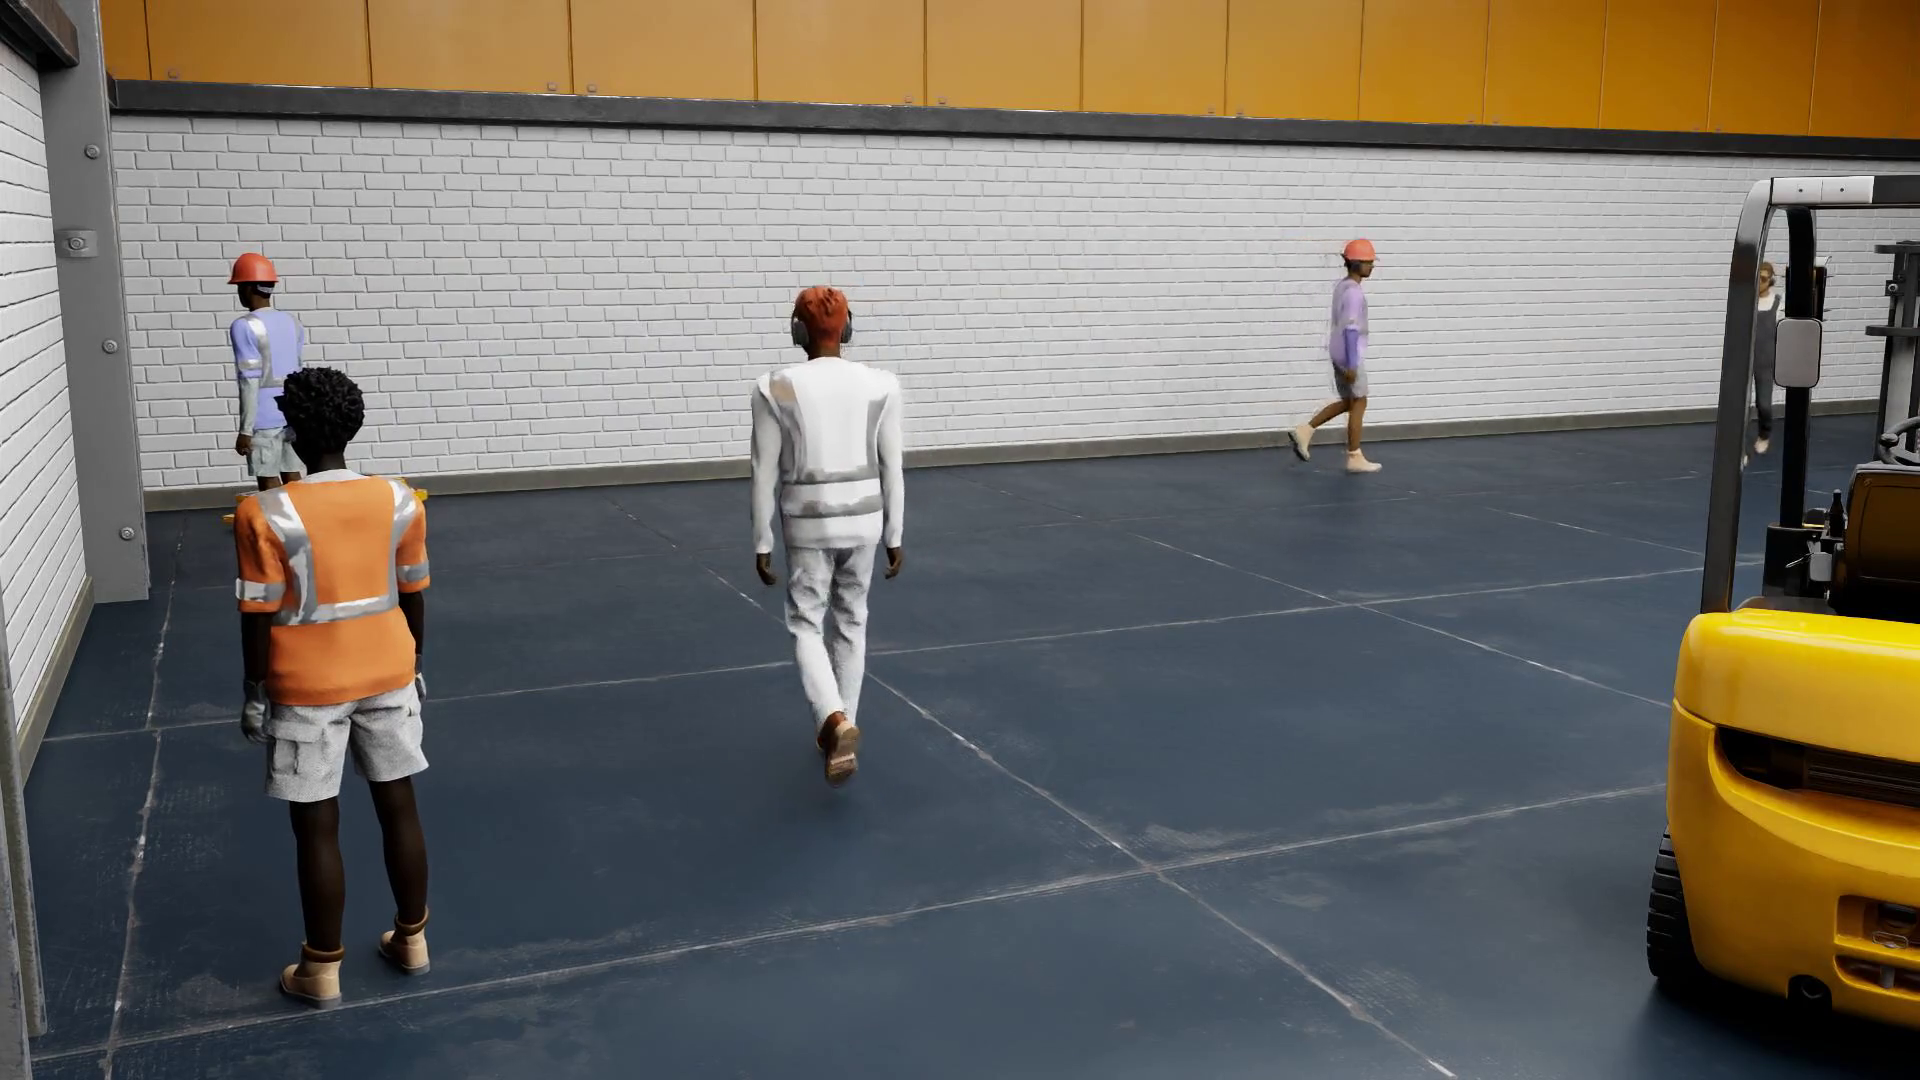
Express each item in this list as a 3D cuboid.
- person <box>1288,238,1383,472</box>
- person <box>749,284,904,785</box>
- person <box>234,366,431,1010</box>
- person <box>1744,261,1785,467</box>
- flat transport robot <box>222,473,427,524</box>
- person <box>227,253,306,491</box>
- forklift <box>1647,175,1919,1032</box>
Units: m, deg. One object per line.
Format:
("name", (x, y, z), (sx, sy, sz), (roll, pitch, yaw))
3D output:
("person", (3.288, -1.589, 14.393), (0.721, 2.029, 0.614), (0, 10, 1))
("person", (-0.467, -0.008, 6.162), (0.588, 1.865, 0.743), (-3, 11, -18))
("person", (-1.651, 0.387, 4.438), (0.319, 1.690, 0.532), (9, 13, 40))
("person", (7.126, -1.581, 14.907), (0.513, 1.829, 0.606), (6, 12, 32))
("flat transport robot", (-4.606, -0.300, 12.133), (0.652, 0.197, 1.431), (3, 11, 18))
("person", (-4.092, -0.713, 9.816), (0.379, 1.937, 0.548), (3, 11, 15))
("forklift", (2.810, 0.094, 4.662), (1.214, 2.155, 2.313), (7, 12, 34))
